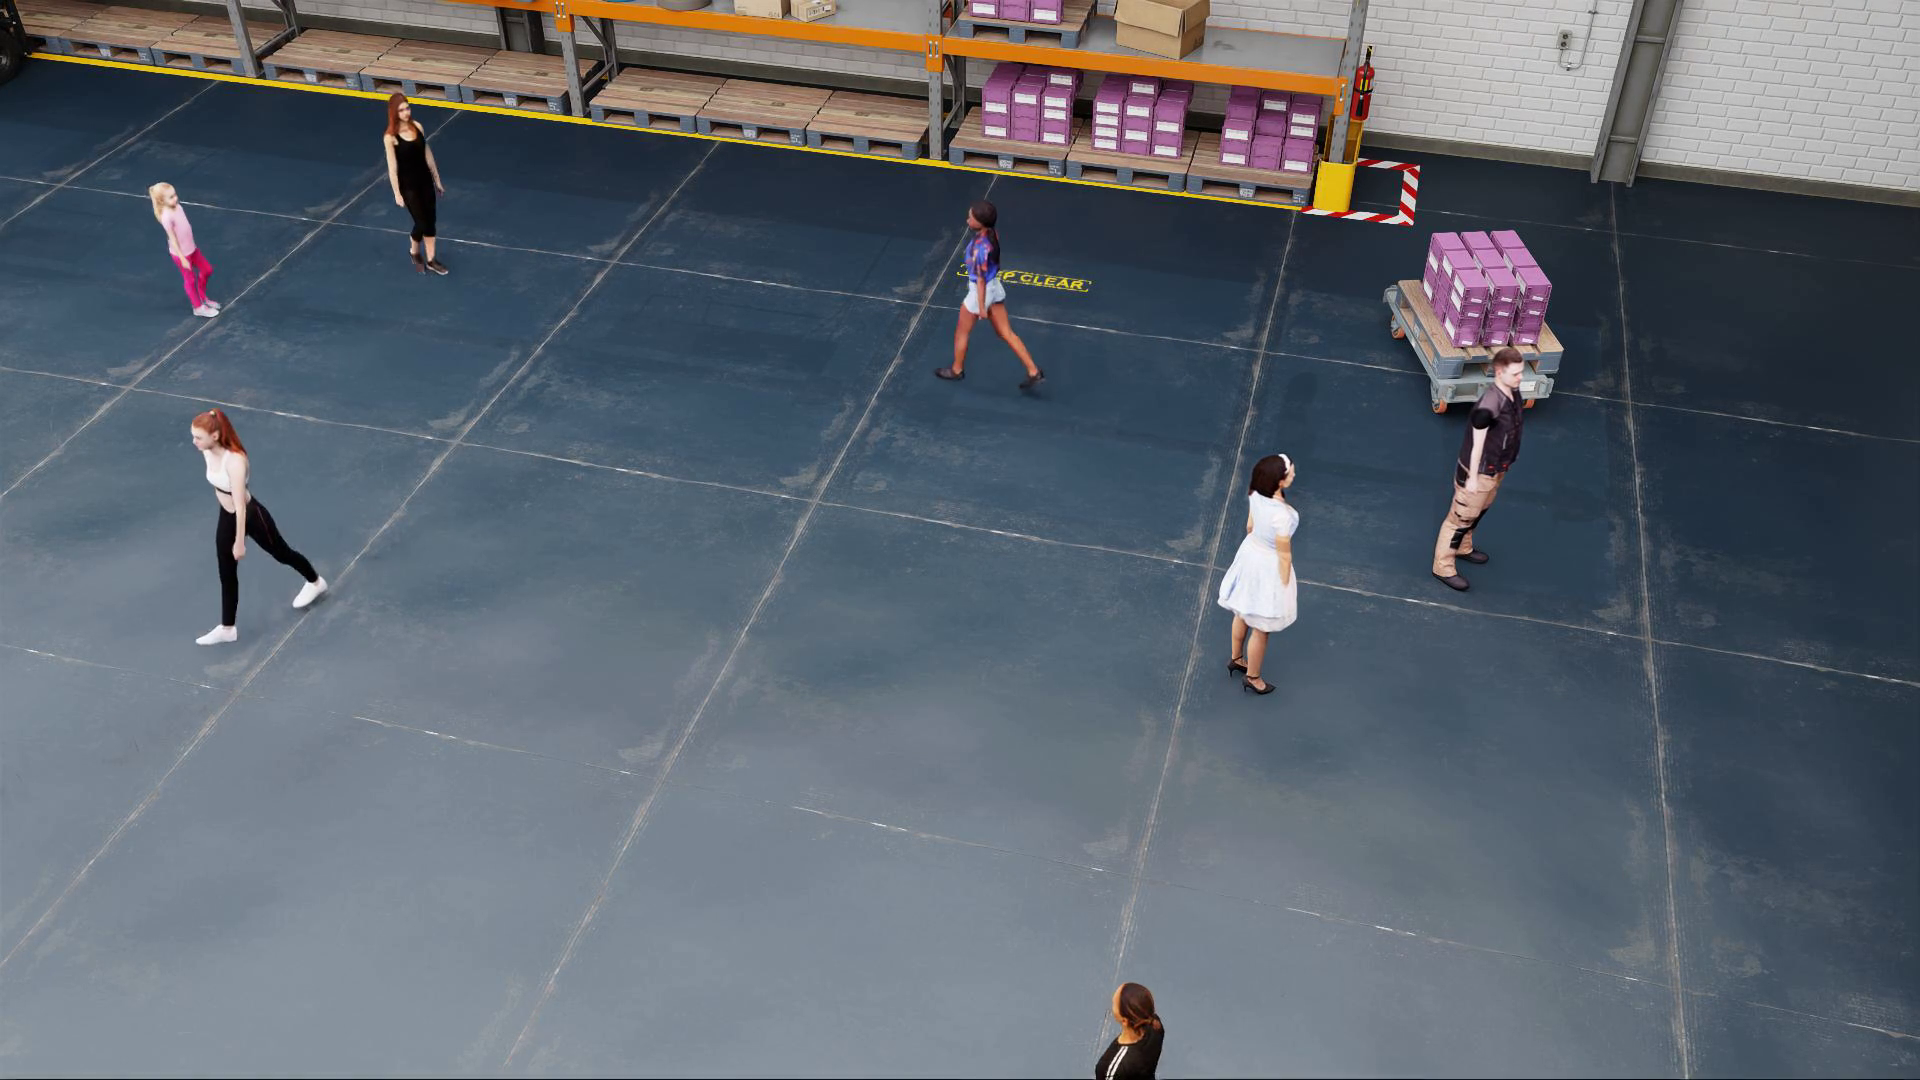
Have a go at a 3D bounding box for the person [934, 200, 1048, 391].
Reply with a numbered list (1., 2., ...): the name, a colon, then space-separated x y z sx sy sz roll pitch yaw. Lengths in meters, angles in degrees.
1. person: 0.287 -1.902 13.221 1.199 1.697 0.646 13 41 16

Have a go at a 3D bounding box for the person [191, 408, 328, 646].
1. person: -4.639 -0.140 11.020 1.193 1.691 0.986 26 45 29

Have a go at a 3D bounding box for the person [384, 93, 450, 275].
1. person: -4.889 -3.176 14.801 0.722 1.716 0.671 24 45 27

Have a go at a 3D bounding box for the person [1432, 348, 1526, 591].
1. person: 3.577 -0.531 11.389 0.727 1.842 0.761 25 45 28

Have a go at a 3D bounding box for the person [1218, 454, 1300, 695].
1. person: 1.907 0.219 10.468 0.905 1.818 0.854 -14 41 -16

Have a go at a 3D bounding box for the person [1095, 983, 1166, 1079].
1. person: 0.831 2.643 7.565 0.972 1.653 0.756 22 43 25

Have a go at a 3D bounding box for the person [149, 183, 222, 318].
1. person: -6.733 -2.498 14.311 0.565 1.269 0.553 2 39 2
